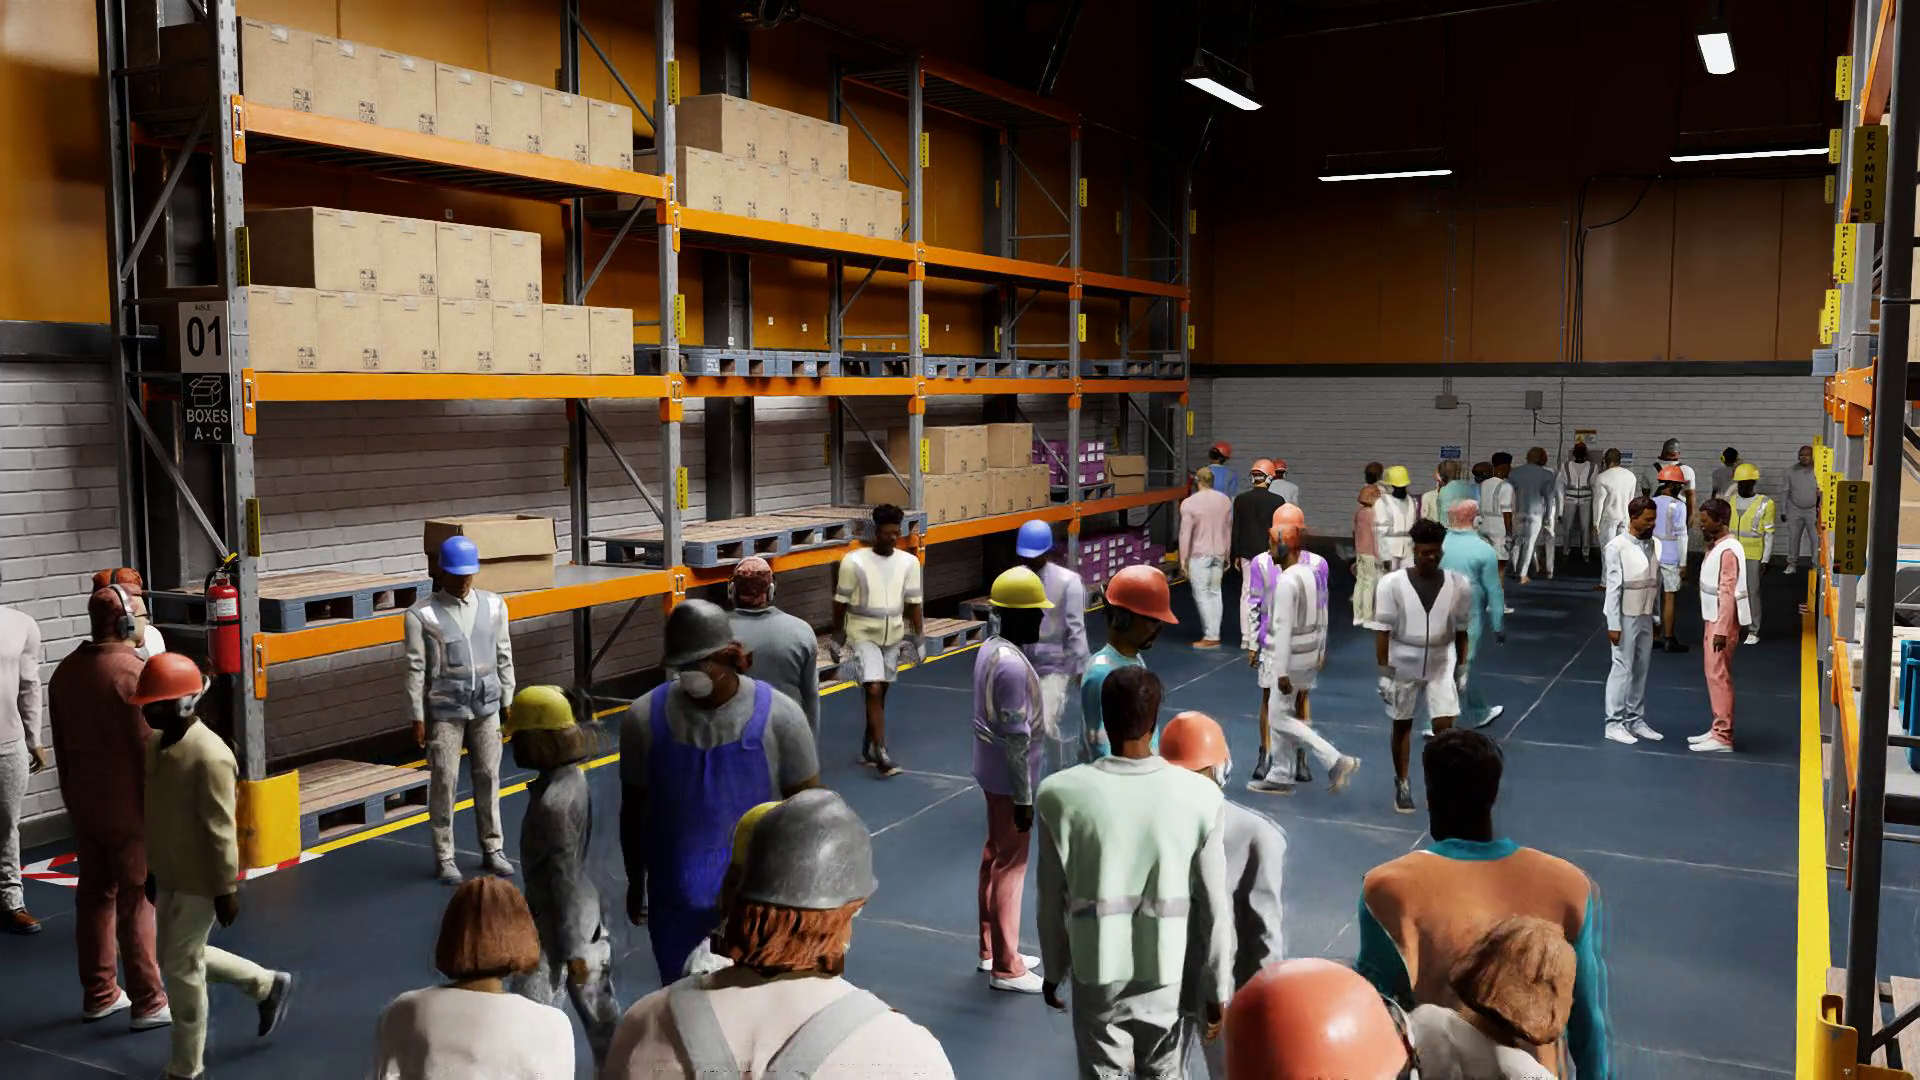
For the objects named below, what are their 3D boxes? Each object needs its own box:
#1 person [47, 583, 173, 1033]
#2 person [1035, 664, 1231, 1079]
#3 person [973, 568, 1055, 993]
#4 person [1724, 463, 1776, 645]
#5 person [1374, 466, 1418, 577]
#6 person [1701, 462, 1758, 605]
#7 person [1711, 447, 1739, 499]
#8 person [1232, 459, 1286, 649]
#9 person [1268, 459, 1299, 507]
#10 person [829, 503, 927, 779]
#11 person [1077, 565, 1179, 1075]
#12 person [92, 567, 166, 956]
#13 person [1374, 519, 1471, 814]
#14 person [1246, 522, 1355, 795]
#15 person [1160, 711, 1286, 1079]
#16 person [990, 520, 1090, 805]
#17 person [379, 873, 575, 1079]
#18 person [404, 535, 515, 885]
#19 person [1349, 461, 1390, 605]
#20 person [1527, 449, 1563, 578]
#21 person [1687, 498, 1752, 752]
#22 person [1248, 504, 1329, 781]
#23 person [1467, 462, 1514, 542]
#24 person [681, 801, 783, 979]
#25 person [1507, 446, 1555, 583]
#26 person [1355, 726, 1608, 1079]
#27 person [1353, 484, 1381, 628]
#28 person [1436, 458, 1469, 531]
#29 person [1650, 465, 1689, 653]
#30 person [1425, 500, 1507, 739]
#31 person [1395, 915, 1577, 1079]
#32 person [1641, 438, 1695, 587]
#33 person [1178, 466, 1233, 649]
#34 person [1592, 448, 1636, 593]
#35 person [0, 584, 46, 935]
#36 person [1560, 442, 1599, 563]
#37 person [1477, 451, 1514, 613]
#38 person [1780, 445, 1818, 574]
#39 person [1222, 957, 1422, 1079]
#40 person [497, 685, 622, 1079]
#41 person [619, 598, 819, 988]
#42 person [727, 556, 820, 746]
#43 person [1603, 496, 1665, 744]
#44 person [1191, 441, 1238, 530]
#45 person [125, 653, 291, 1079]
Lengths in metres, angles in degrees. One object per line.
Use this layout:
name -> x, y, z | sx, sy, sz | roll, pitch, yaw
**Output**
person -> -3.586, 1.137, 7.154 | 0.641, 1.910, 0.401 | 3, 6, 28
person -> 0.523, 1.335, 5.120 | 0.594, 1.897, 0.499 | 0, 5, -4
person -> 0.246, 1.084, 7.613 | 0.366, 1.926, 0.593 | -1, 5, -9
person -> 8.335, 0.150, 17.670 | 0.371, 1.927, 0.588 | -4, 7, -36
person -> 4.726, 0.140, 17.977 | 0.597, 1.891, 0.518 | -2, 6, -24
person -> 9.613, -0.066, 20.652 | 0.757, 1.799, 0.581 | 2, 6, 20
person -> 11.184, -0.421, 24.206 | 0.502, 1.862, 0.328 | 1, 5, 15
person -> 3.132, 0.156, 17.297 | 0.610, 1.985, 0.400 | 4, 7, 36
person -> 4.320, -0.224, 22.614 | 0.569, 1.751, 0.329 | -1, 5, -12
person -> -0.528, 0.705, 11.701 | 0.634, 1.919, 0.908 | -3, 6, -29
person -> 0.676, 1.110, 6.775 | 0.406, 2.033, 0.609 | 1, 6, 15
person -> -4.025, 1.065, 8.125 | 0.353, 1.877, 0.573 | -1, 5, -12
person -> 2.906, 0.826, 10.424 | 0.615, 1.916, 0.906 | 1, 5, 6
person -> 2.254, 0.806, 11.005 | 0.659, 1.863, 0.584 | 3, 6, 26
person -> 0.782, 1.394, 5.324 | 0.575, 1.727, 0.721 | 3, 6, 32
person -> 0.491, 0.814, 10.602 | 0.716, 1.908, 0.489 | 3, 6, 31
person -> -1.127, 1.595, 4.005 | 0.536, 1.571, 0.937 | 2, 6, 18
person -> -2.757, 0.933, 9.224 | 0.614, 1.936, 0.421 | -4, 7, -39
person -> 5.203, -0.077, 20.771 | 0.610, 1.819, 0.719 | 1, 6, 16
person -> 8.298, -0.387, 23.825 | 0.718, 1.849, 0.674 | 0, 5, 0
person -> 5.736, 0.638, 12.536 | 0.402, 1.905, 0.605 | 2, 6, 16
person -> 2.278, 0.712, 11.566 | 0.552, 1.936, 0.359 | 1, 5, 13
person -> 6.545, -0.068, 20.763 | 0.753, 1.800, 0.655 | -4, 6, -34
person -> -0.459, 1.500, 4.121 | 0.319, 1.742, 0.492 | 5, 7, 41
person -> 7.920, -0.349, 23.124 | 0.649, 1.912, 0.474 | 3, 6, 33
person -> 1.292, 1.418, 4.286 | 0.600, 1.873, 0.879 | -1, 5, -9
person -> 4.635, 0.185, 18.858 | 0.279, 1.633, 0.505 | -1, 5, -13
person -> 5.598, 0.019, 19.125 | 0.506, 1.917, 0.645 | 4, 7, 37
person -> 7.287, 0.195, 17.162 | 0.375, 1.931, 0.542 | -2, 6, -25
person -> 3.979, 0.616, 13.009 | 1.013, 1.853, 0.670 | -3, 6, -32
person -> 1.075, 1.606, 3.650 | 0.459, 1.611, 0.531 | -3, 6, -25
person -> 9.701, -0.377, 22.735 | 0.689, 2.000, 0.539 | 4, 7, 37
person -> 2.567, 0.186, 17.378 | 0.650, 1.918, 0.413 | -3, 6, -25
person -> 8.645, -0.252, 22.019 | 0.622, 1.932, 0.367 | -2, 6, -17
person -> -4.846, 1.023, 8.223 | 0.372, 1.939, 0.631 | 4, 7, 37
person -> 9.599, -0.579, 25.816 | 0.574, 1.876, 0.355 | 2, 6, 20
person -> 6.516, -0.098, 20.177 | 0.373, 1.957, 0.606 | -2, 6, -16
person -> 12.210, -0.421, 24.038 | 0.659, 1.895, 0.404 | 4, 7, 35
person -> 0.653, 1.560, 2.472 | 0.812, 1.954, 0.477 | 2, 6, 16
person -> -1.500, 1.359, 5.834 | 0.835, 1.709, 0.492 | 0, 5, -4
person -> -0.857, 1.183, 5.945 | 0.740, 2.000, 0.535 | 0, 5, -1
person -> -1.014, 1.034, 8.262 | 0.636, 1.911, 0.405 | -2, 6, -18
person -> 5.190, 0.611, 12.845 | 0.598, 1.908, 0.410 | -3, 6, -33
person -> 3.412, -0.329, 22.474 | 0.658, 1.998, 0.696 | 1, 5, 6
person -> -2.968, 1.279, 6.551 | 0.565, 1.729, 0.623 | 5, 7, 41
